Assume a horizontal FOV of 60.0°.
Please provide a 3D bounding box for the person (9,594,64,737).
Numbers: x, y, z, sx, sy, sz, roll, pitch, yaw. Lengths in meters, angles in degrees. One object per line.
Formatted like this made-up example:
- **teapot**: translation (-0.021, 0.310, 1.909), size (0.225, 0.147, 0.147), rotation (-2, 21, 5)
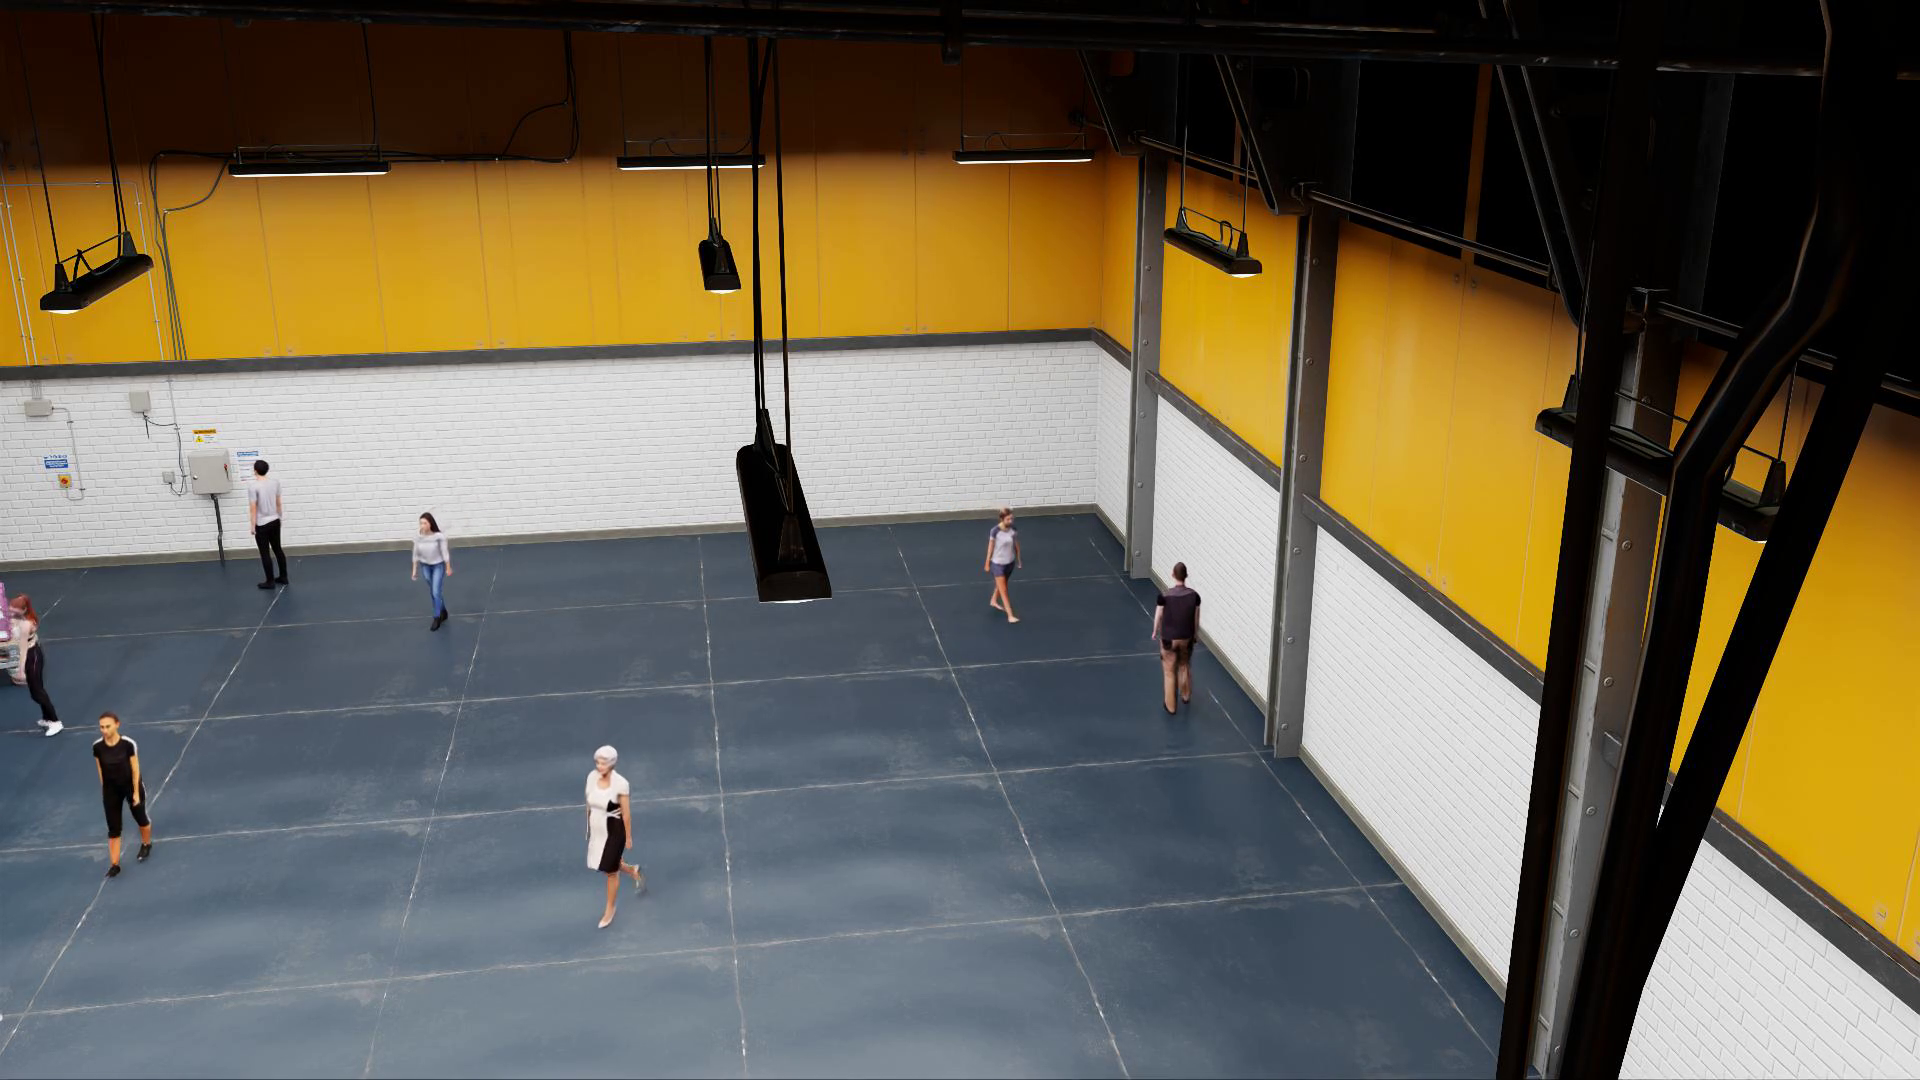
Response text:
- **person**: translation (-10.646, 1.382, 19.115), size (0.833, 1.725, 0.608), rotation (-3, 19, -8)

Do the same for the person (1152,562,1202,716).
- **person**: translation (2.566, 1.185, 19.549), size (0.685, 1.821, 0.668), rotation (-3, 19, -9)

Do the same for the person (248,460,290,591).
- **person**: translation (-9.856, -0.228, 23.676), size (0.800, 1.864, 0.716), rotation (10, 21, 28)

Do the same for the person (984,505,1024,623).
- **person**: translation (0.541, 0.301, 22.544), size (0.925, 1.585, 1.145), rotation (-14, 23, -36)

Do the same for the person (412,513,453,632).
- **person**: translation (-7.033, 0.371, 22.313), size (0.805, 1.599, 0.940), rotation (5, 19, 14)

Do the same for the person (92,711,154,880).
- **person**: translation (-8.128, 2.400, 16.234), size (0.613, 1.633, 1.001), rotation (-3, 19, -8)

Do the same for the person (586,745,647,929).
- **person**: translation (-3.173, 2.667, 15.284), size (0.961, 1.734, 1.041), rotation (11, 21, 29)
